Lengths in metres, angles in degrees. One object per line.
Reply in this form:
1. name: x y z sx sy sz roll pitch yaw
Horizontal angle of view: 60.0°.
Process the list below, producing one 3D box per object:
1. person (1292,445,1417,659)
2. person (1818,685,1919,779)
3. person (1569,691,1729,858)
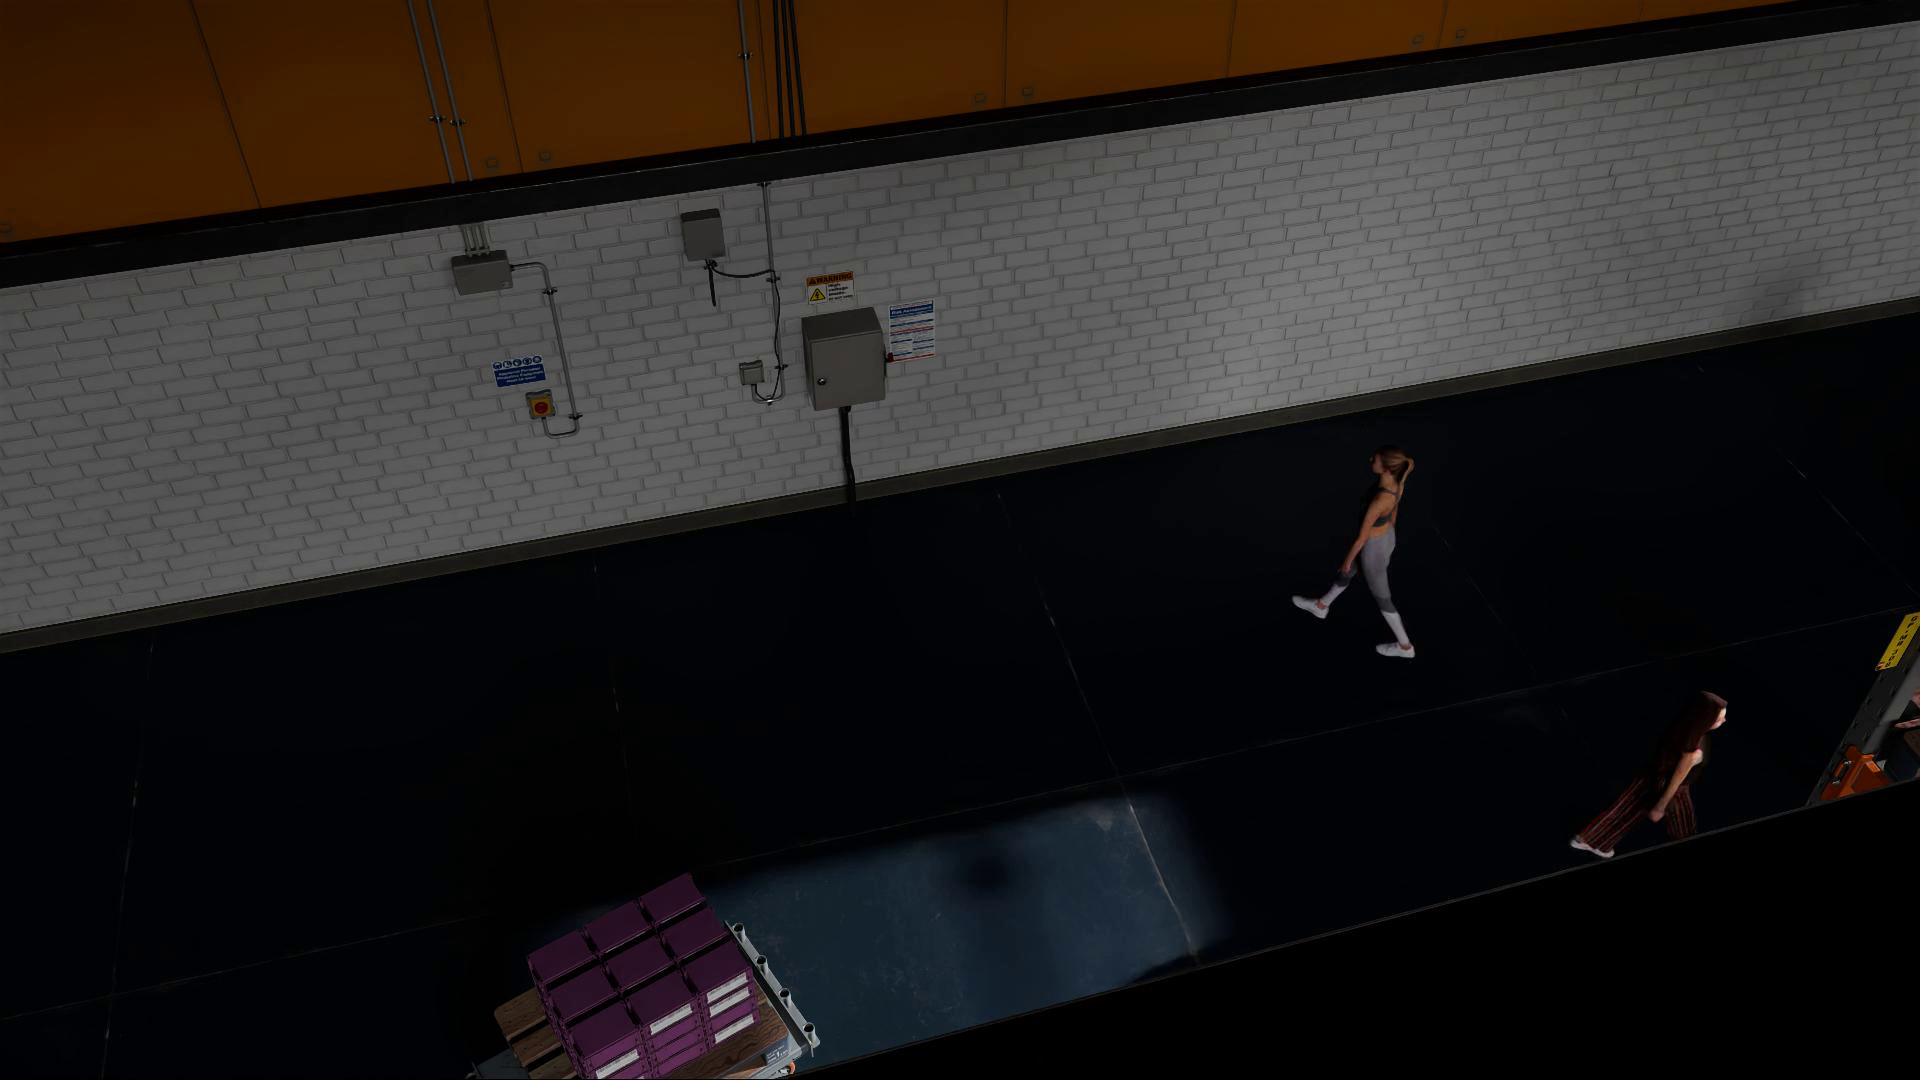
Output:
1. person: 2.761 0.113 10.766 1.154 1.658 1.082 22 48 22
2. person: 5.614 0.937 9.799 0.688 1.798 0.599 -6 44 -7
3. person: 3.971 1.386 9.531 1.008 1.519 1.078 13 45 13
